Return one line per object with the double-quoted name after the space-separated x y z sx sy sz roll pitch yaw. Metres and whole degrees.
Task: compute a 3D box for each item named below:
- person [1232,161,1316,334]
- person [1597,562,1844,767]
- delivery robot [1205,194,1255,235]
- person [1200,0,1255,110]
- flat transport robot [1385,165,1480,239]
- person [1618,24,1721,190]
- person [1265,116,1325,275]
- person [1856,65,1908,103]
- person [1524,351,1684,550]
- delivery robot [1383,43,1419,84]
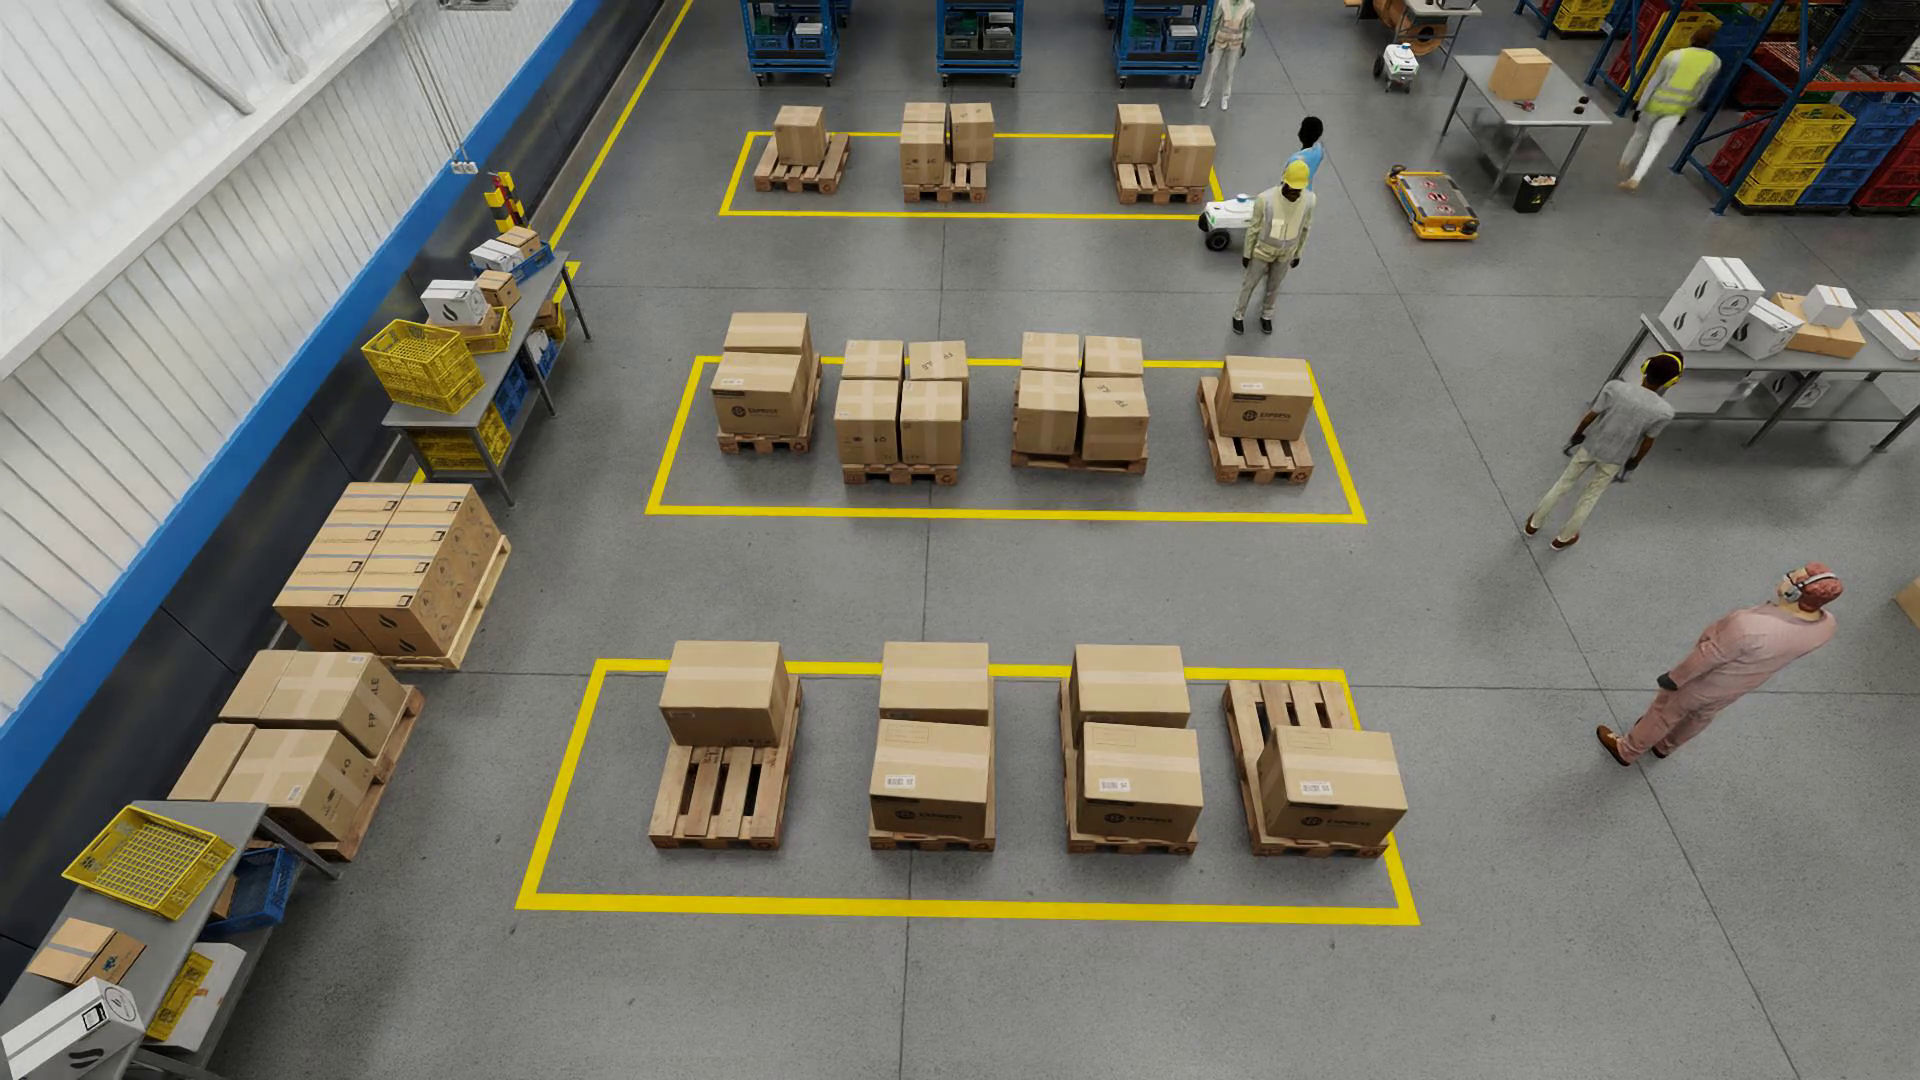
3.063 -2.827 8.945 0.595 1.825 0.403 -1 49 -1 "person"
4.754 0.812 5.747 0.647 1.901 0.402 -6 49 -5 "person"
3.176 -3.711 10.481 0.707 0.478 0.477 -2 49 -2 "delivery robot"
3.627 -6.704 12.419 0.525 1.637 0.307 12 50 10 "person"
5.692 -4.094 11.059 0.652 0.197 1.431 1 49 1 "flat transport robot"
8.469 -5.176 11.011 0.627 1.788 0.967 23 53 18 "person"
3.524 -3.629 9.718 0.532 1.698 0.319 -35 58 -27 "person"
13.065 -6.951 12.437 0.635 1.937 0.355 -32 56 -25 "person"
4.942 -0.668 7.043 0.327 1.874 0.517 -34 57 -26 "person"
6.375 -6.918 13.257 0.477 0.478 0.707 4 49 3 "delivery robot"
